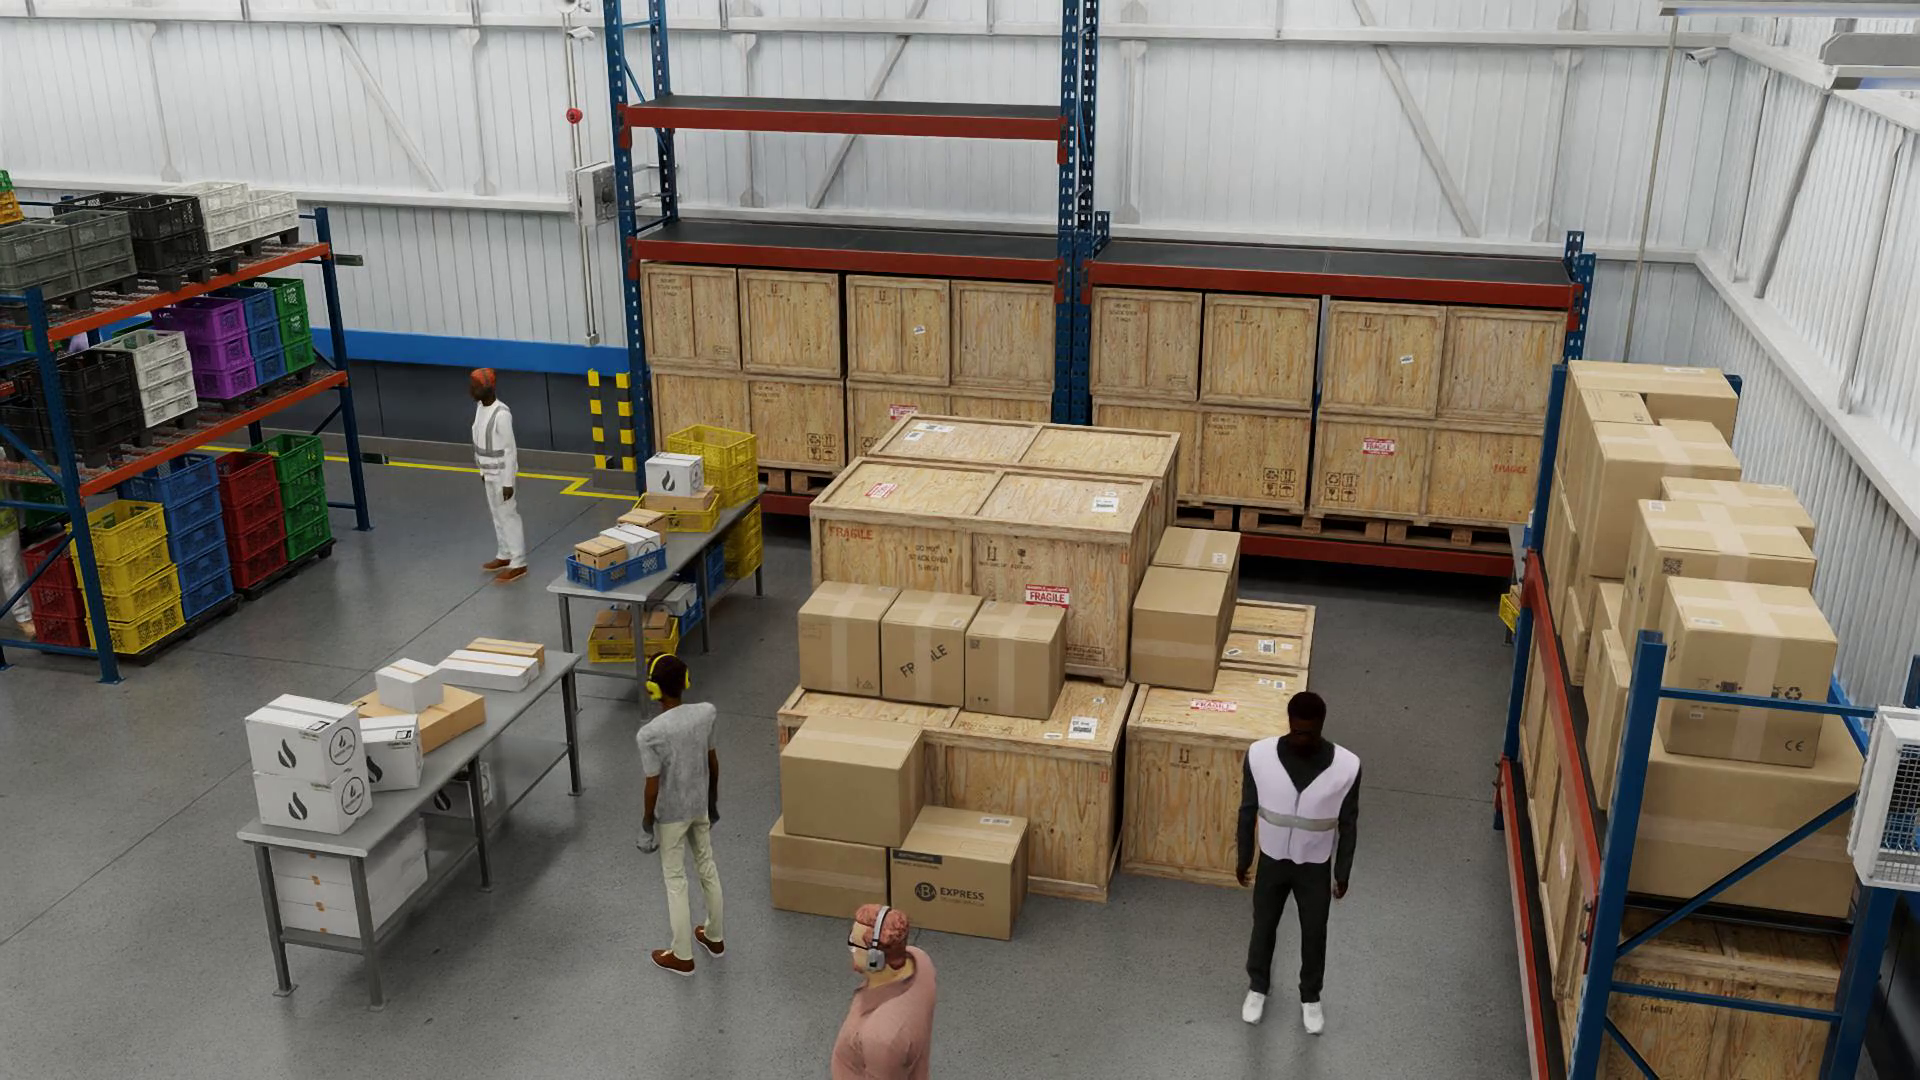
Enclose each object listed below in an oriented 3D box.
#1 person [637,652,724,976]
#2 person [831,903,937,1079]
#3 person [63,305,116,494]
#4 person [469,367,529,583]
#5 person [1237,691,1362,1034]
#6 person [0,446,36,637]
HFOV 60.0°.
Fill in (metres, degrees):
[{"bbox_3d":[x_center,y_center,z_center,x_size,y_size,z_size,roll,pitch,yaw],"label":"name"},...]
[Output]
[{"bbox_3d":[-1.513,1.468,8.953,0.329,1.865,0.515,19,28,40],"label":"person"},{"bbox_3d":[-0.312,2.303,6.708,0.407,1.910,0.638,3,21,9],"label":"person"},{"bbox_3d":[-8.554,-1.426,16.420,0.372,1.940,0.630,-10,23,-25],"label":"person"},{"bbox_3d":[-3.964,-0.568,14.248,0.337,1.883,0.584,-14,25,-33],"label":"person"},{"bbox_3d":[1.709,1.617,8.503,0.593,1.910,0.383,5,22,14],"label":"person"},{"bbox_3d":[-7.623,-0.076,13.021,0.625,1.846,0.429,-19,28,-41],"label":"person"}]
